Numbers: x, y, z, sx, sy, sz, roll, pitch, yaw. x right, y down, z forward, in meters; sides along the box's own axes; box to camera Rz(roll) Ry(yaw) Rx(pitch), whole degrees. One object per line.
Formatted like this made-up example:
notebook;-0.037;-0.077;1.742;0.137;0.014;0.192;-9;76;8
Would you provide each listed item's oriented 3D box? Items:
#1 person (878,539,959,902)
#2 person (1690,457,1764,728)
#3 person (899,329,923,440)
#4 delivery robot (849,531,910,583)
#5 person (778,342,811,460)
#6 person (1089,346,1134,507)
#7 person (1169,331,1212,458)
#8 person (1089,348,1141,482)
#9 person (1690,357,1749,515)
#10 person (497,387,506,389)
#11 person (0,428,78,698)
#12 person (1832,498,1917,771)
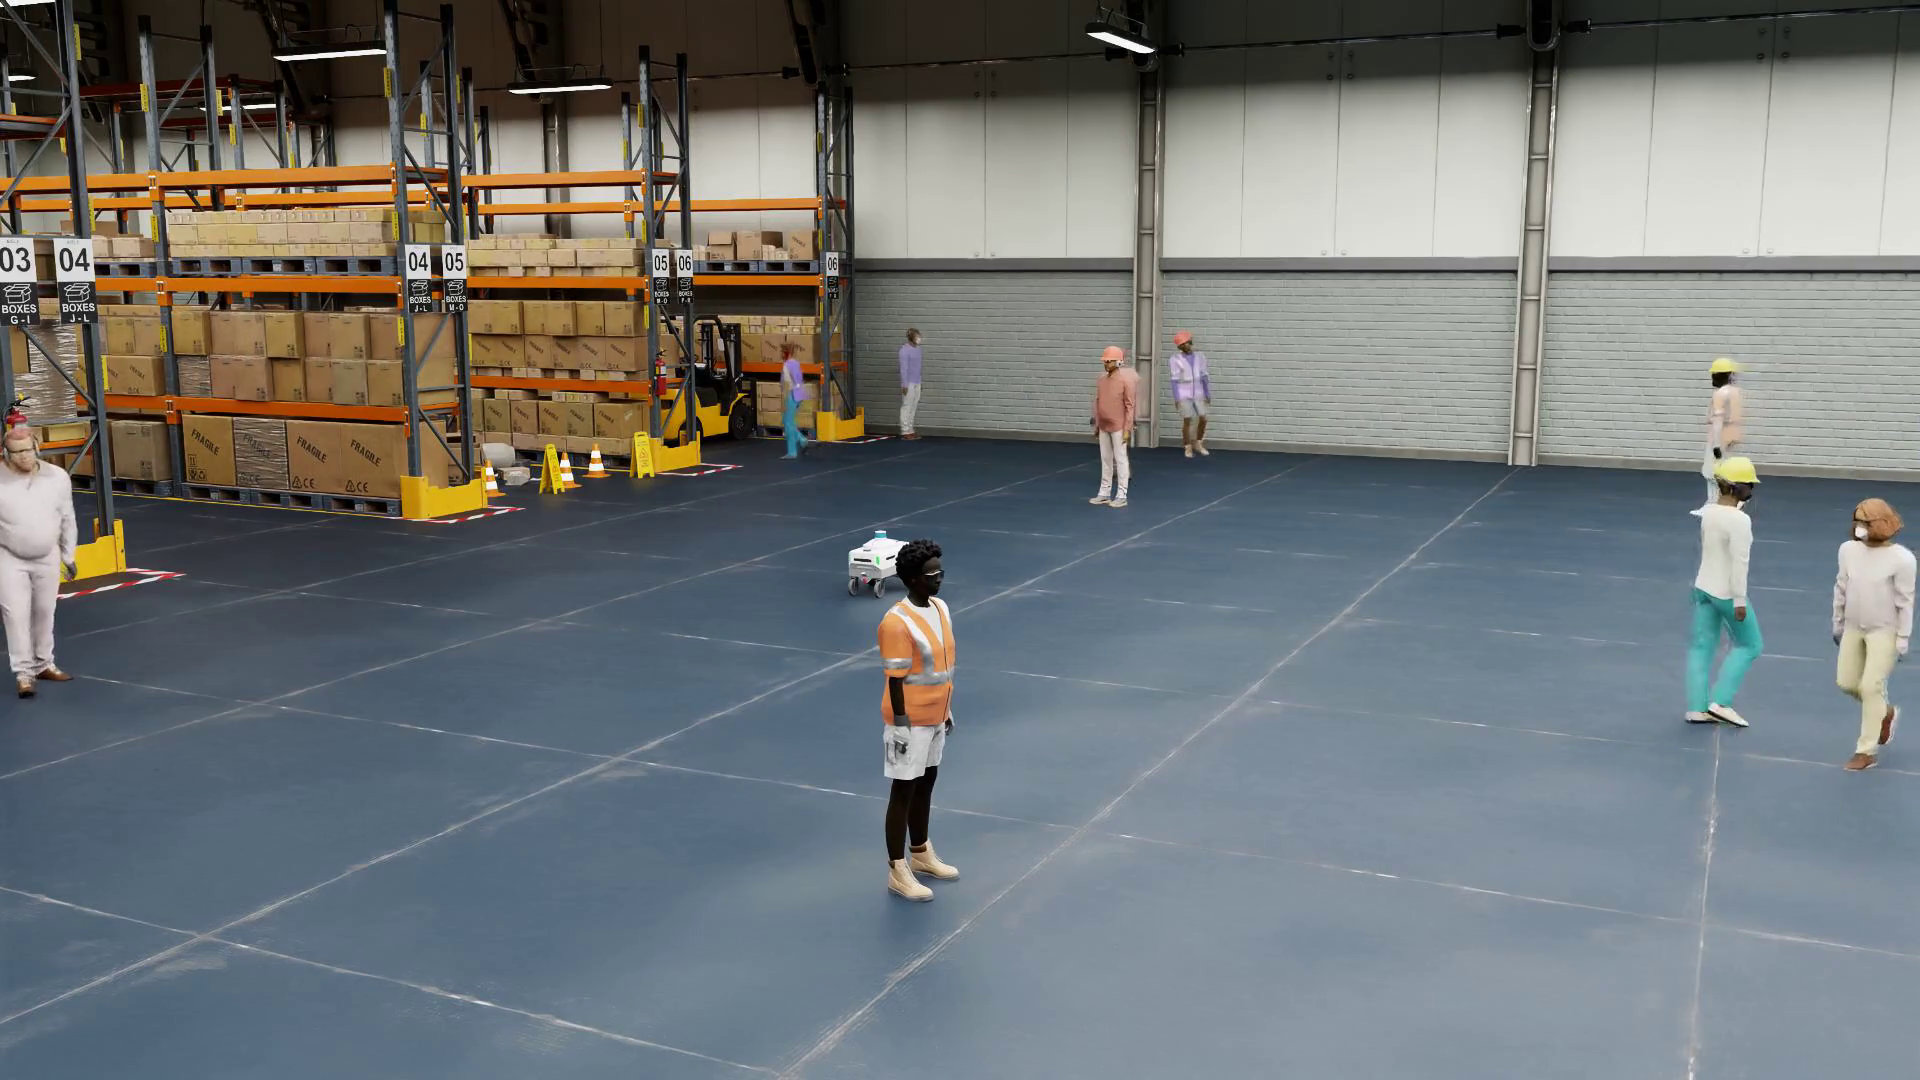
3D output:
person;-0.191;0.833;7.859;0.318;1.697;0.535;4;10;25
person;4.957;0.339;10.685;0.449;1.751;0.546;-1;9;-4
person;-0.835;-2.676;28.717;0.422;1.923;0.643;4;10;23
delivery robot;-0.725;0.159;15.192;0.477;0.478;0.707;4;10;25
person;-2.619;-2.138;25.682;0.433;1.831;0.578;1;9;9
person;1.895;-1.409;20.689;0.378;1.996;0.610;-8;12;-39
person;3.581;-2.249;25.886;0.727;1.988;0.414;-3;10;-17
person;2.169;-1.733;23.124;0.658;1.863;0.995;-5;10;-26
person;9.043;-1.198;19.665;0.611;1.910;0.592;8;12;42
person;-7.805;-2.463;27.697;0.771;1.813;0.647;4;10;23
person;-6.503;0.147;11.615;0.696;1.864;0.647;8;12;41
person;5.458;0.547;9.886;0.543;1.615;0.517;-4;10;-26
